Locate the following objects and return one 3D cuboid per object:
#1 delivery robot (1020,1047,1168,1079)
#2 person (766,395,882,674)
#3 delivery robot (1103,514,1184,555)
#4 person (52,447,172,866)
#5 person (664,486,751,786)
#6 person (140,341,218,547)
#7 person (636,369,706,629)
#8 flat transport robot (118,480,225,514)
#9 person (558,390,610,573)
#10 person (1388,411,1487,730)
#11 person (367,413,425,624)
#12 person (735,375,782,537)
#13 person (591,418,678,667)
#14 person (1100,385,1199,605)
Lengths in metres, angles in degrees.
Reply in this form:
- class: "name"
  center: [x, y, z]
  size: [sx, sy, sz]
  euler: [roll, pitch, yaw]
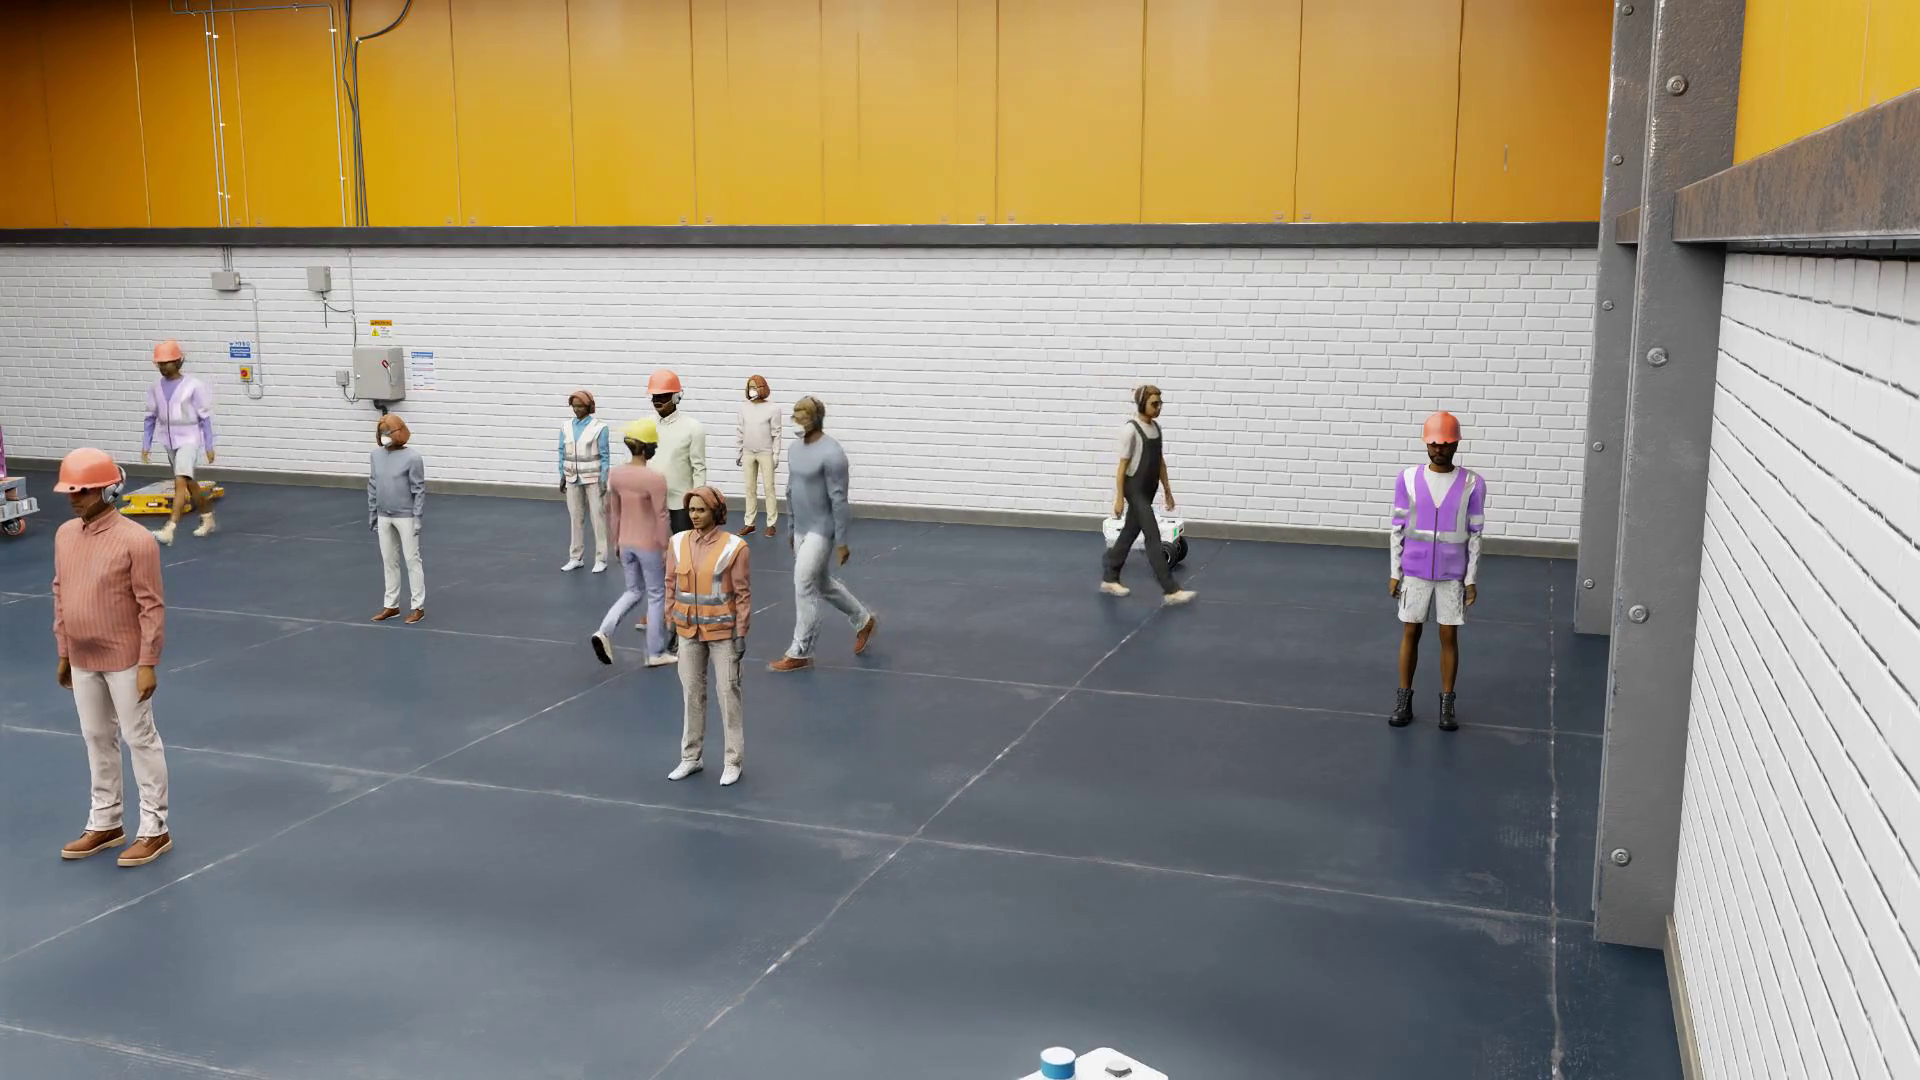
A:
- class: "delivery robot"
  center: [0.287, 1.745, 4.912]
  size: [0.707, 0.478, 0.477]
  euler: [-9, 13, -41]
- class: "person"
  center: [-0.929, -0.059, 11.534]
  size: [0.906, 1.917, 0.643]
  euler: [-7, 12, -34]
- class: "delivery robot"
  center: [1.670, -0.076, 15.169]
  size: [0.707, 0.478, 0.477]
  euler: [3, 11, 19]
- class: "person"
  center: [-4.036, 0.547, 7.873]
  size: [0.610, 1.993, 0.380]
  euler: [3, 11, 19]
- class: "person"
  center: [-1.372, 0.514, 9.054]
  size: [0.512, 1.641, 0.307]
  euler: [3, 11, 19]
- class: "person"
  center: [-7.719, -0.953, 16.347]
  size: [0.628, 1.978, 1.088]
  euler: [2, 10, 14]
- class: "person"
  center: [-2.213, -0.297, 12.621]
  size: [0.610, 1.995, 0.375]
  euler: [3, 11, 19]
- class: "flat transport robot"
  center: [-8.785, -0.491, 18.566]
  size: [0.652, 0.197, 1.431]
  euler: [-1, 10, -6]
- class: "person"
  center: [-3.363, -0.523, 14.906]
  size: [0.512, 1.637, 0.307]
  euler: [3, 11, 19]
- class: "person"
  center: [2.873, 0.186, 10.060]
  size: [0.544, 1.939, 0.354]
  euler: [3, 11, 19]
- class: "person"
  center: [-4.374, -0.168, 12.913]
  size: [0.498, 1.633, 0.289]
  euler: [3, 11, 19]
- class: "person"
  center: [-2.030, -0.847, 16.736]
  size: [0.498, 1.633, 0.285]
  euler: [3, 11, 19]
- class: "person"
  center: [-2.219, 0.044, 11.395]
  size: [0.529, 1.750, 0.588]
  euler: [7, 13, 36]
- class: "person"
  center: [1.533, -0.378, 13.645]
  size: [0.958, 1.793, 0.529]
  euler: [7, 12, 34]
